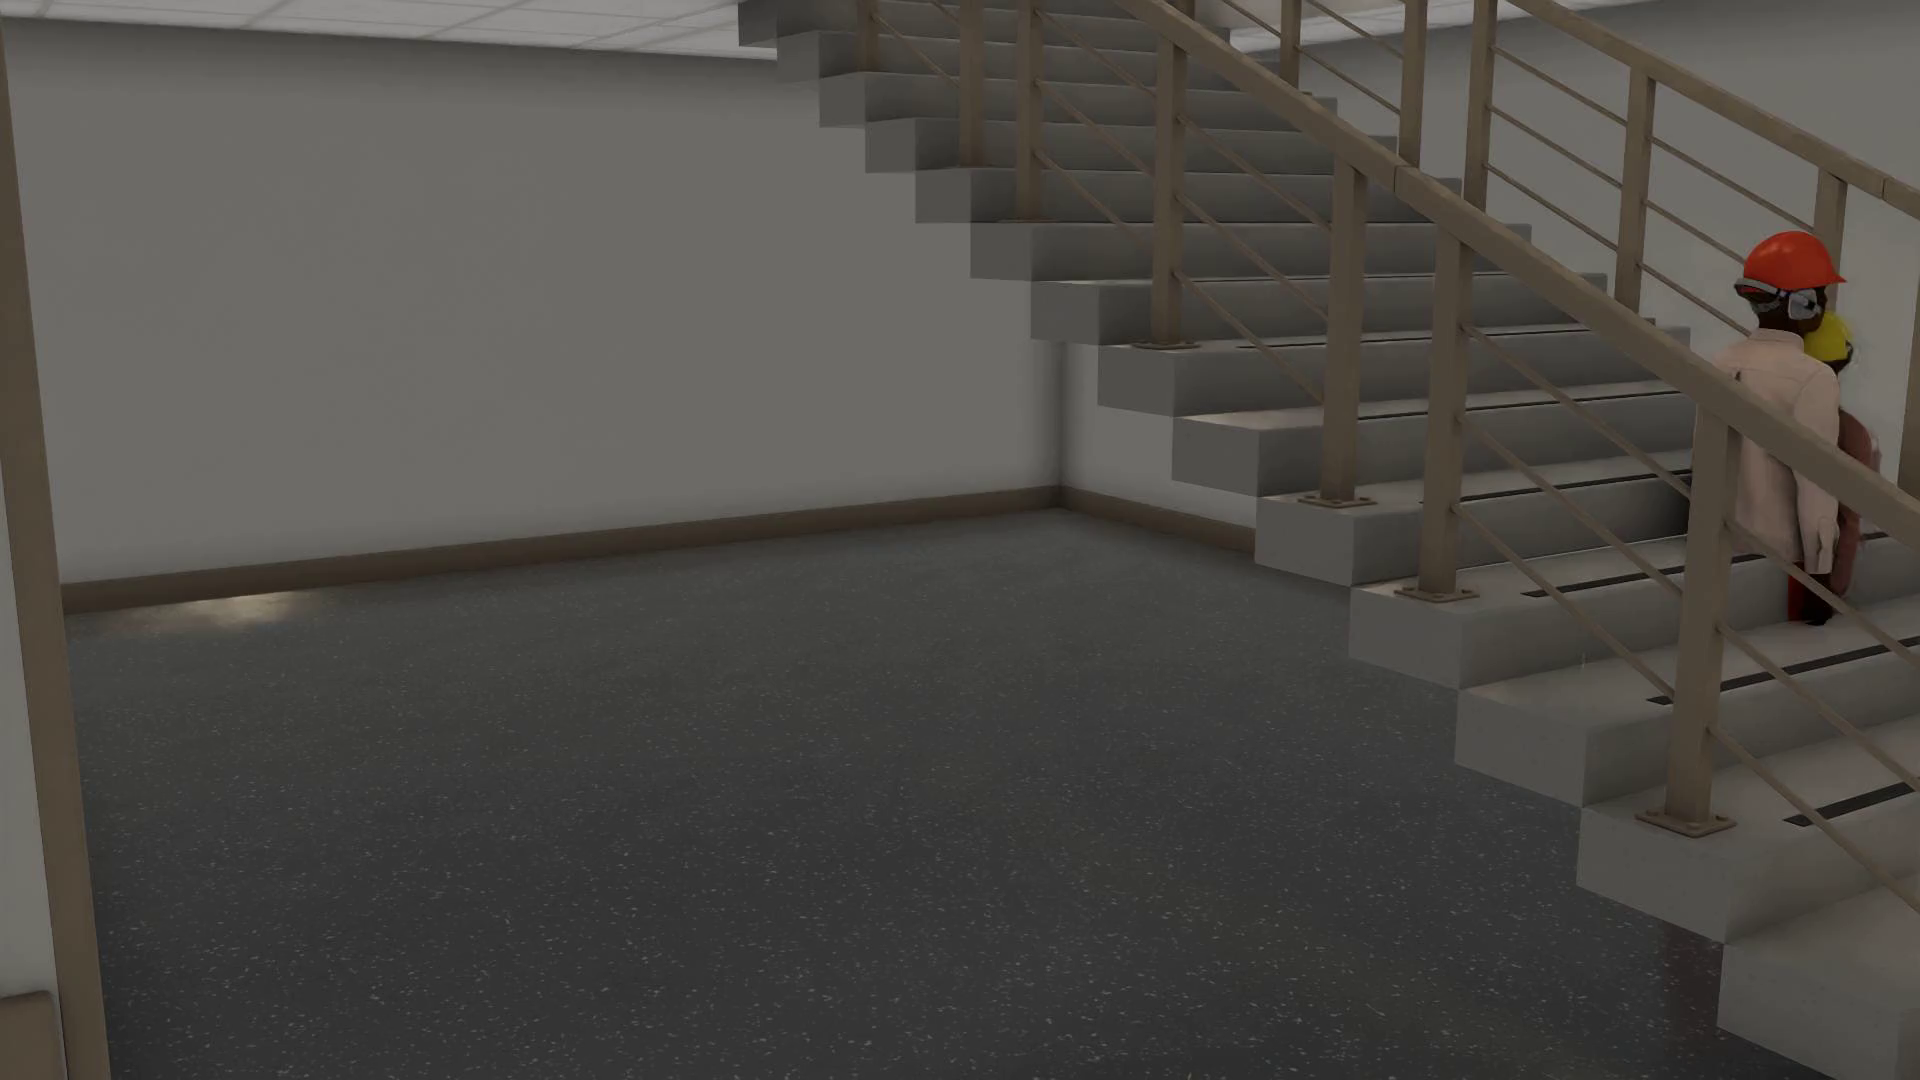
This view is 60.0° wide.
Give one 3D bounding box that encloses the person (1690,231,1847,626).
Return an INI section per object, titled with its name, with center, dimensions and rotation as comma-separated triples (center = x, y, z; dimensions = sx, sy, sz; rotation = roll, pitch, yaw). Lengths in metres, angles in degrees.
[person]
center = 2.546, 0.037, 5.266
dimensions = 0.376, 1.997, 0.613
rotation = -2, 11, -11
